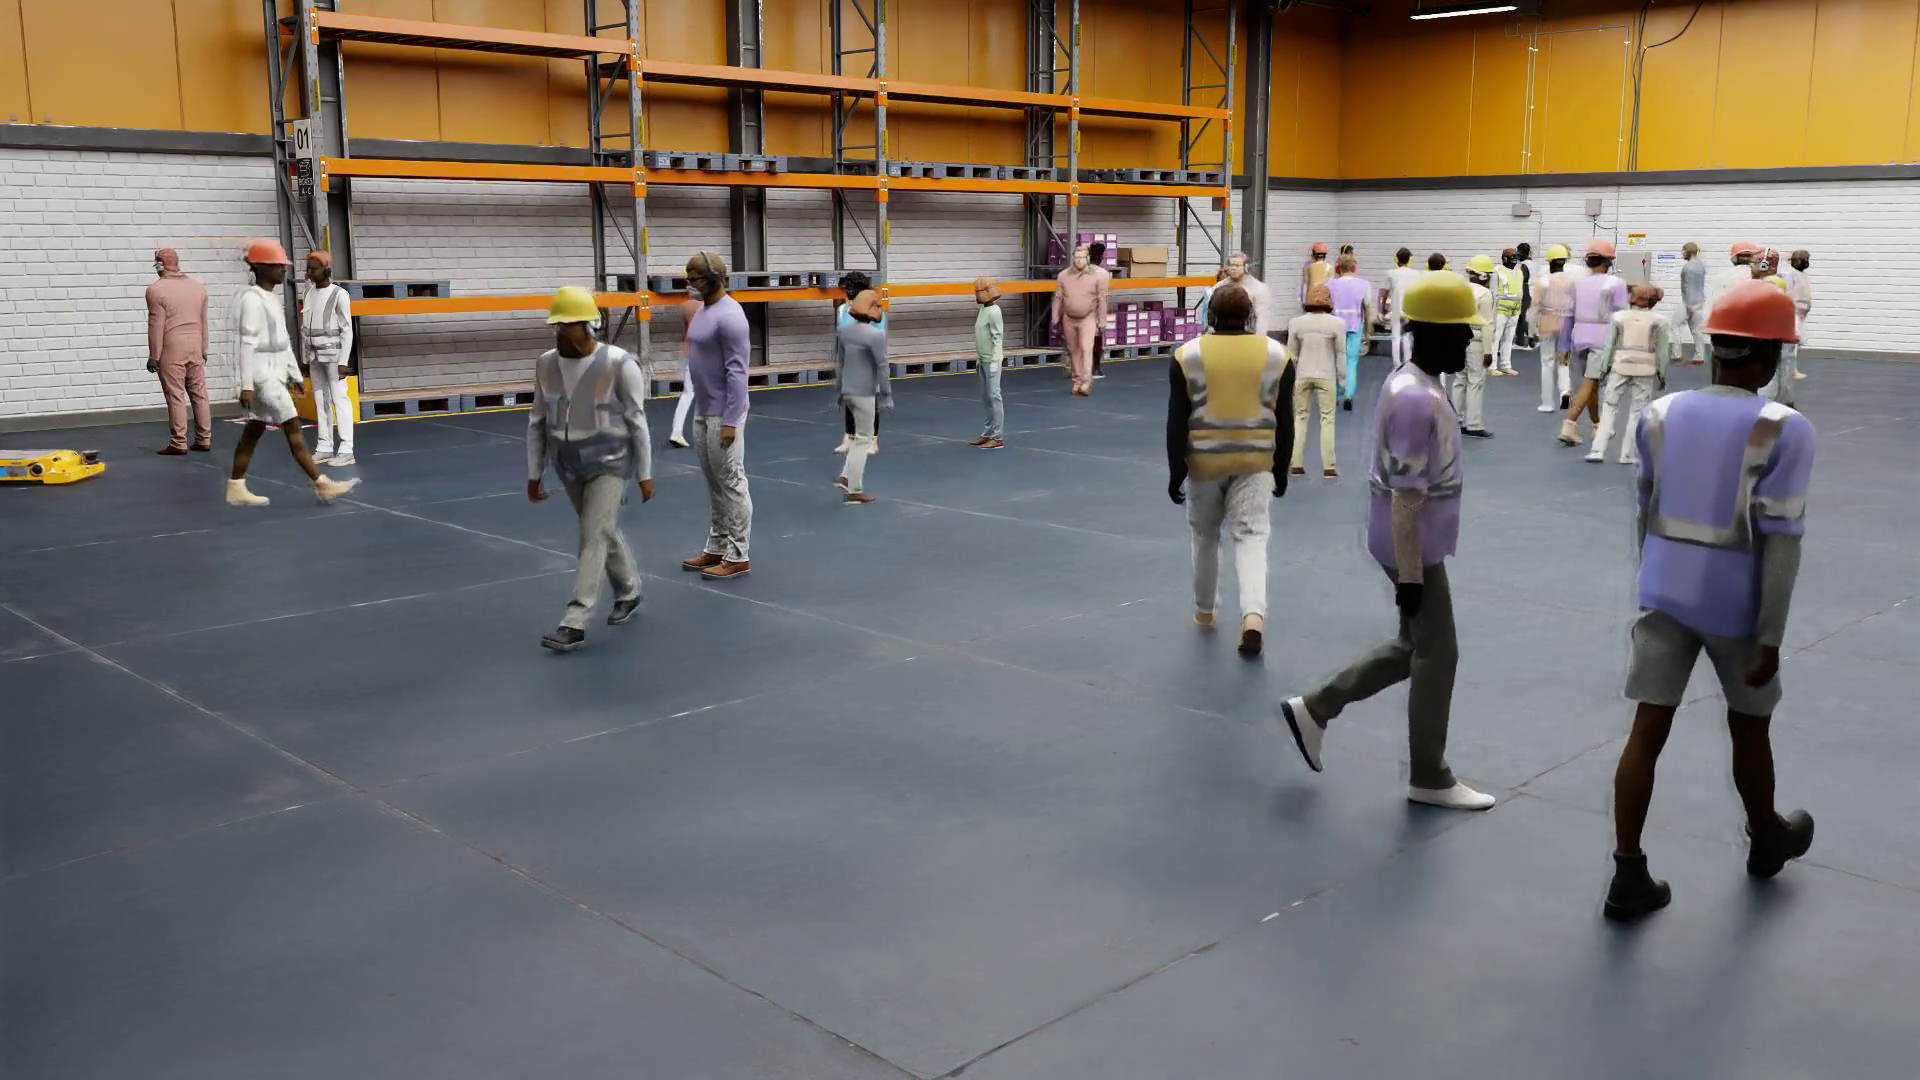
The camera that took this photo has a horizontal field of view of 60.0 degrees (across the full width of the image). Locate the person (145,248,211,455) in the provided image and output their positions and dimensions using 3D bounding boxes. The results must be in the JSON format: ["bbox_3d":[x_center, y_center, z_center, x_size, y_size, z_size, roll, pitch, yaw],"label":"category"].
[{"bbox_3d":[-7.255,-1.736,15.396,0.406,1.903,0.638,5,11,24],"label":"person"}]

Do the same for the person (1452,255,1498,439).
[{"bbox_3d":[5.145,-1.926,16.623,0.404,1.827,0.600,-3,11,-16],"label":"person"}]

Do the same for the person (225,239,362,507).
[{"bbox_3d":[-5.035,-1.222,12.349,1.060,1.984,0.632,-2,11,-10],"label":"person"}]

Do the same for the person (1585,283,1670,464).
[{"bbox_3d":[5.911,-1.461,14.686,0.625,1.608,0.390,6,12,31],"label":"person"}]

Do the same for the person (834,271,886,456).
[{"bbox_3d":[-0.927,-1.621,15.315,0.535,1.699,0.322,7,12,33],"label":"person"}]

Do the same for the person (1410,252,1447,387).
[{"bbox_3d":[5.458,-2.383,19.131,0.525,1.837,0.846,2,11,10],"label":"person"}]

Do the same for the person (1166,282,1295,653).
[{"bbox_3d":[1.340,-0.368,8.219,0.635,1.806,0.940,1,10,3],"label":"person"}]

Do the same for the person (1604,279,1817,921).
[{"bbox_3d":[2.298,0.169,5.025,0.972,1.882,0.569,-8,13,-38],"label":"person"}]

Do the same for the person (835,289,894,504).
[{"bbox_3d":[-0.747,-1.078,12.587,0.399,1.619,0.512,-8,13,-36],"label":"person"}]

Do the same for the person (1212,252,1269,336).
[{"bbox_3d":[2.930,-2.079,17.413,0.663,1.855,1.007,7,12,32],"label":"person"}]

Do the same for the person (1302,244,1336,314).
[{"bbox_3d":[6.215,-4.197,28.875,0.556,1.887,1.027,3,11,17],"label":"person"}]

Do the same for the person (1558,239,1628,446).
[{"bbox_3d":[6.127,-1.911,16.124,1.058,1.998,0.624,-7,12,-32],"label":"person"}]

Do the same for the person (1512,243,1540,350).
[{"bbox_3d":[9.951,-4.284,29.319,0.642,1.888,0.606,4,11,20],"label":"person"}]

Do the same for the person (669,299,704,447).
[{"bbox_3d":[-2.475,-1.758,15.993,0.523,1.726,0.898,5,12,27],"label":"person"}]

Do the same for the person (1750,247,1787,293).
[{"bbox_3d":[7.325,-1.719,15.283,0.407,1.909,0.639,6,12,29],"label":"person"}]

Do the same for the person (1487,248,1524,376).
[{"bbox_3d":[7.882,-3.285,23.998,0.619,1.845,0.430,-5,12,-28],"label":"person"}]

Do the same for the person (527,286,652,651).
[{"bbox_3d":[-1.858,-0.381,8.350,0.606,1.777,0.947,4,11,22],"label":"person"}]

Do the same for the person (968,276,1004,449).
[{"bbox_3d":[0.264,-1.683,15.834,0.280,1.633,0.498,-3,11,-16],"label":"person"}]

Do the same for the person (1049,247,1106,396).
[{"bbox_3d":[1.469,-2.747,21.000,0.668,1.873,0.889,4,11,21],"label":"person"}]

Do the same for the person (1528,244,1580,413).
[{"bbox_3d":[6.777,-2.394,18.929,0.618,1.914,0.436,0,10,-3],"label":"person"}]

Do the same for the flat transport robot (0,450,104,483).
[{"bbox_3d":[-7.918,-0.604,13.668,1.431,0.197,0.652,-1,10,-5],"label":"flat transport robot"}]

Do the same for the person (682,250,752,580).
[{"bbox_3d":[-1.434,-0.733,9.836,0.371,1.934,0.627,-5,12,-26],"label":"person"}]

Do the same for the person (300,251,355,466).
[{"bbox_3d":[-5.586,-1.591,14.648,0.576,1.884,0.355,6,12,29],"label":"person"}]

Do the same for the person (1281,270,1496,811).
[{"bbox_3d":[1.548,0.008,5.867,0.689,1.904,0.596,3,11,16],"label":"person"}]

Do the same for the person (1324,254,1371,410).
[{"bbox_3d":[4.508,-2.436,19.475,0.574,1.811,0.906,3,11,14],"label":"person"}]

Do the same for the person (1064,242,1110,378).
[{"bbox_3d":[1.797,-3.221,23.405,0.619,1.931,0.825,7,12,32],"label":"person"}]

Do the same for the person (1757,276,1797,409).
[{"bbox_3d":[5.975,-1.095,12.388,0.575,1.720,0.504,-8,13,-37],"label":"person"}]

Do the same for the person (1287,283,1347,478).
[{"bbox_3d":[2.985,-1.333,13.959,0.505,1.628,0.276,5,12,27],"label":"person"}]

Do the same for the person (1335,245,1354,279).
[{"bbox_3d":[6.808,-4.317,29.604,0.389,1.851,0.608,2,11,13],"label":"person"}]

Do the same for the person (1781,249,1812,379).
[{"bbox_3d":[11.780,-3.199,23.572,0.633,1.825,0.545,-9,14,-41],"label":"person"}]

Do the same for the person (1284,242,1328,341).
[{"bbox_3d":[6.146,-4.303,29.368,0.646,1.905,0.583,1,10,7],"label":"person"}]

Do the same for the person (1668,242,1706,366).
[{"bbox_3d":[11.250,-3.645,25.775,0.737,1.914,0.640,10,15,44],"label":"person"}]

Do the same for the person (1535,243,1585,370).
[{"bbox_3d":[8.399,-3.187,23.294,0.638,1.938,0.554,3,11,17],"label":"person"}]

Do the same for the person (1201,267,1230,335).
[{"bbox_3d":[3.396,-2.723,21.534,0.518,1.617,0.664,3,11,15],"label":"person"}]

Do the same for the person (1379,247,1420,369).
[{"bbox_3d":[6.192,-3.181,23.407,0.529,1.852,0.417,0,10,-2],"label":"person"}]

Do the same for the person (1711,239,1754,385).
[{"bbox_3d":[8.855,-2.420,18.937,0.624,1.974,0.526,2,11,10],"label":"person"}]
